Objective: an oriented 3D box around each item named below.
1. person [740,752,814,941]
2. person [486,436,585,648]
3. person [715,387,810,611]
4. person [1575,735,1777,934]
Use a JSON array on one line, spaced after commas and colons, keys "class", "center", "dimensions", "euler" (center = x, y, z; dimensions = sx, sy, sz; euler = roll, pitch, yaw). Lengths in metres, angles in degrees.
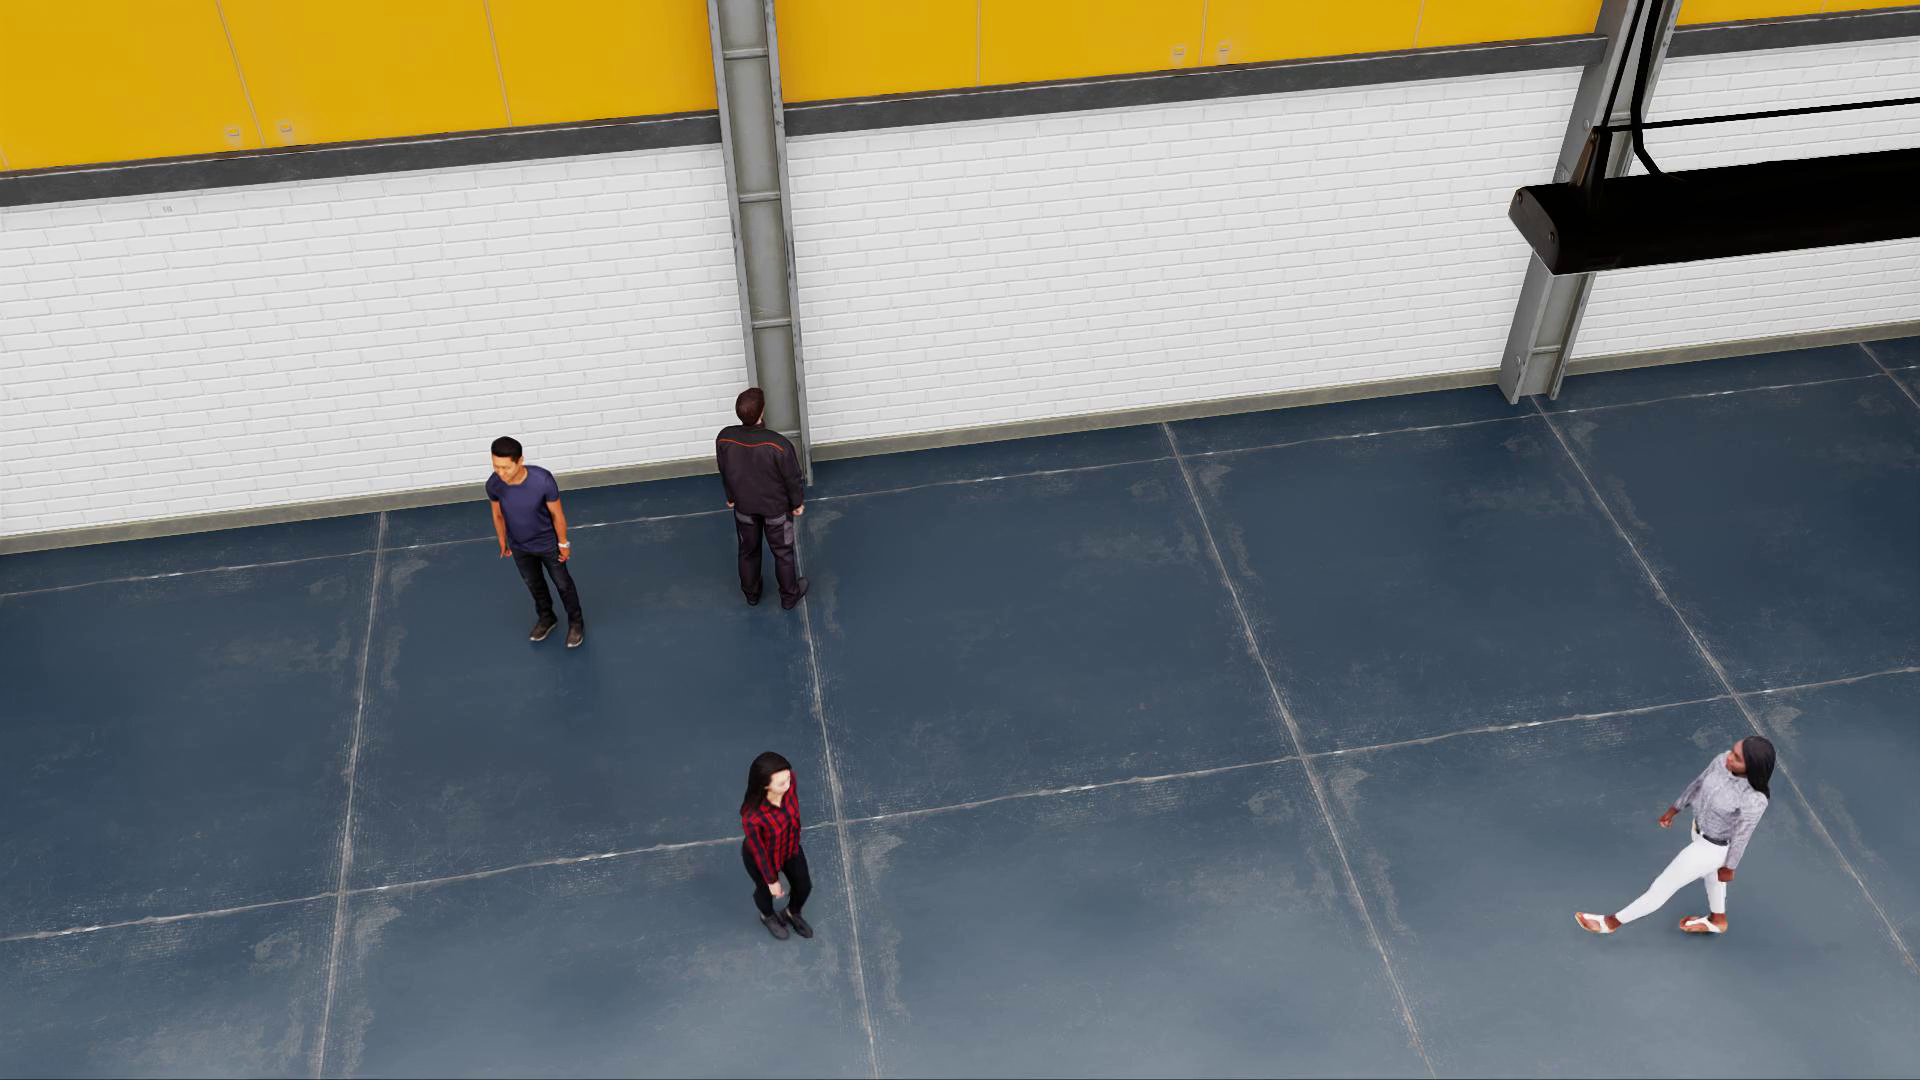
[{"class": "person", "center": [-1.114, 1.680, 9.206], "dimensions": [0.776, 1.640, 0.713], "euler": [28, 50, 26]}, {"class": "person", "center": [-2.771, -0.018, 10.883], "dimensions": [0.590, 1.786, 0.761], "euler": [5, 44, 5]}, {"class": "person", "center": [-1.325, -0.260, 11.099], "dimensions": [0.665, 1.839, 0.856], "euler": [8, 44, 8]}, {"class": "person", "center": [4.227, 1.676, 9.185], "dimensions": [1.195, 1.676, 0.785], "euler": [1, 44, 1]}]
